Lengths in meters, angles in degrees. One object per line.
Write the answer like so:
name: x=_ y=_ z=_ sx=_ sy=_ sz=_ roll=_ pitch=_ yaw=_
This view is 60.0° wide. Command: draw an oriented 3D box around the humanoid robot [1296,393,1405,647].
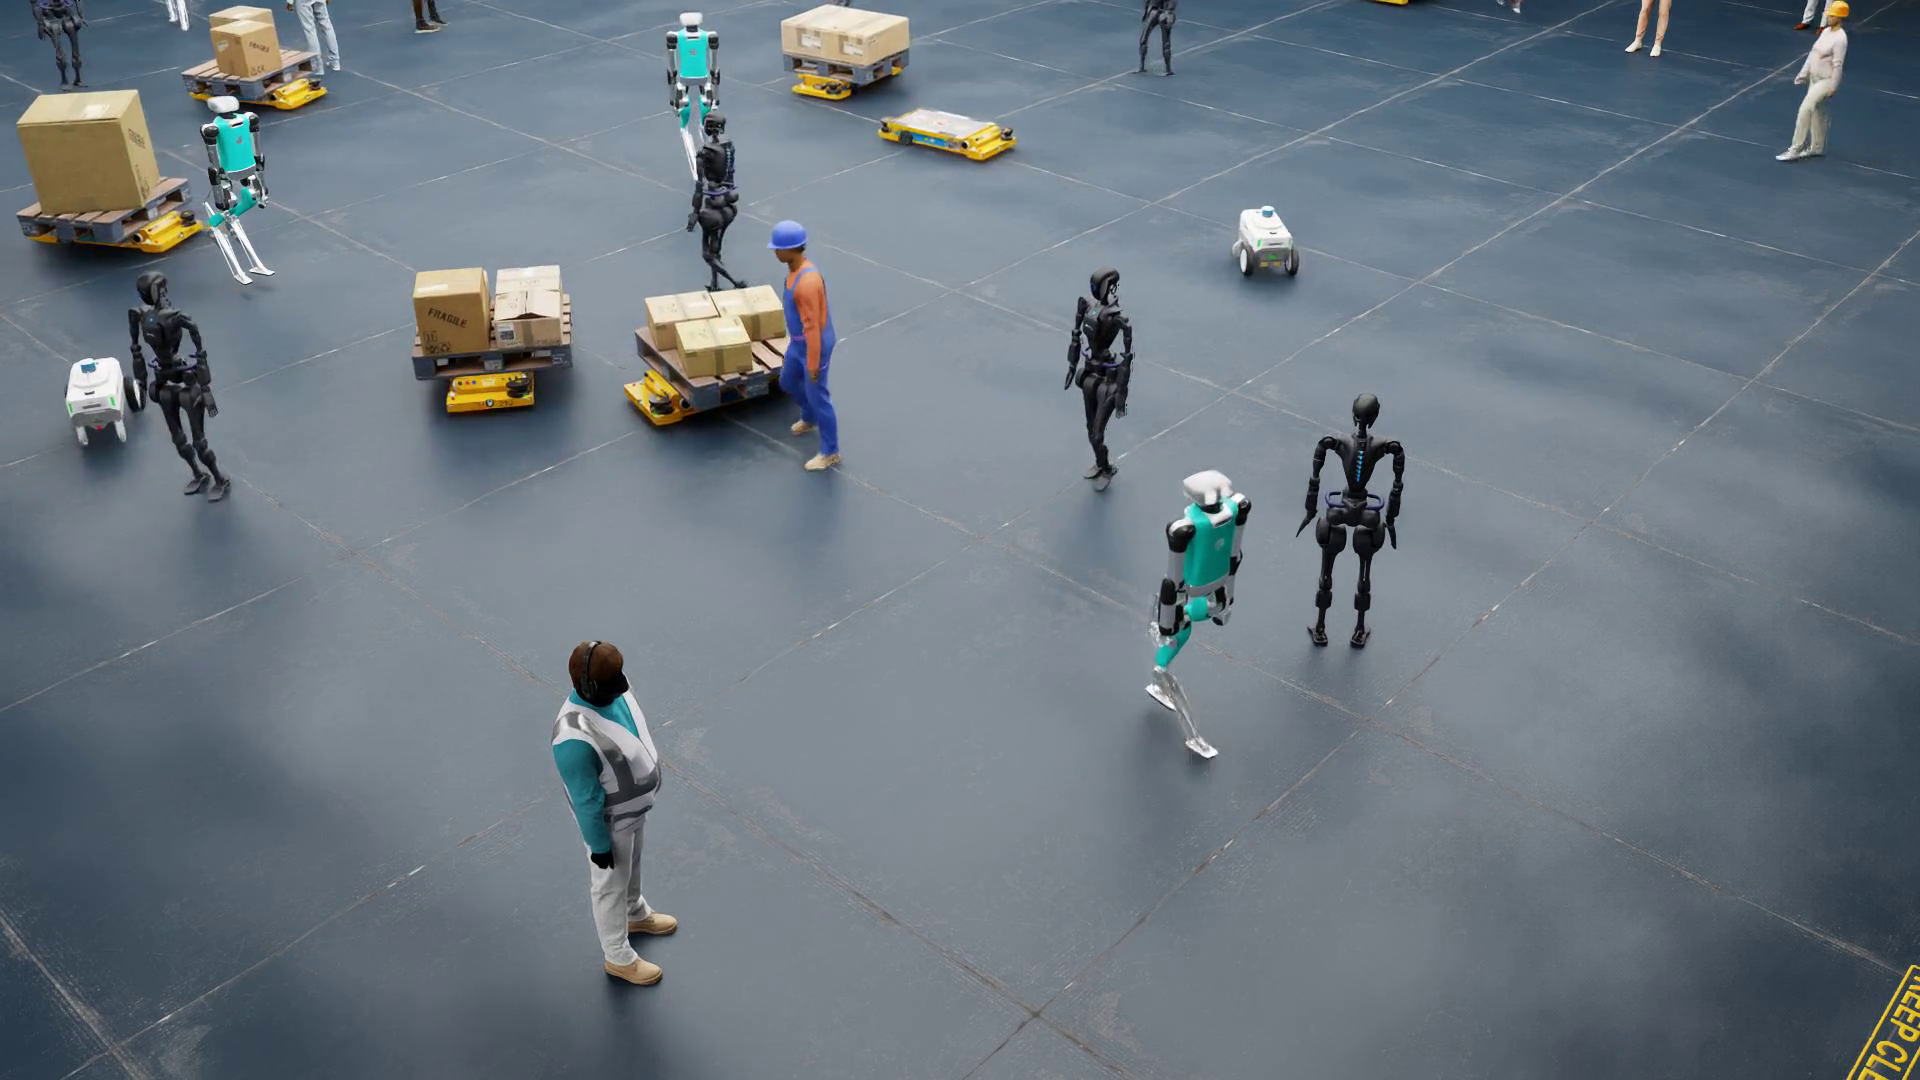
humanoid robot: x=2.343 y=-0.122 z=10.003 sx=0.599 sy=1.657 sz=0.315 roll=5 pitch=32 yaw=9

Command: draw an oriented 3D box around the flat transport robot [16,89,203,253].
flat transport robot: x=-8.141 y=-3.012 z=16.004 sx=1.431 sy=0.231 sz=0.659 roll=7 pitch=33 yaw=11

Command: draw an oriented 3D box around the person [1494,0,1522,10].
person: x=7.778 y=-8.307 z=23.091 sx=0.569 sy=1.781 sz=0.789 roll=2 pitch=32 yaw=3

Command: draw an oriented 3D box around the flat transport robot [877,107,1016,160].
flat transport robot: x=-0.153 y=-4.502 z=18.404 sx=1.431 sy=0.231 sz=0.659 roll=20 pitch=37 yaw=29

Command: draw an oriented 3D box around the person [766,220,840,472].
person: x=-1.103 y=-1.404 z=11.883 sx=0.481 sy=1.881 sz=0.714 roll=-13 pitch=34 yaw=-21

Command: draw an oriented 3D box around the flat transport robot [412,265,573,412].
flat transport robot: x=-3.745 y=-1.457 z=13.501 sx=0.659 sy=0.231 sz=1.431 roll=-6 pitch=32 yaw=-10

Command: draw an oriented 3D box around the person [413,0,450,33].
person: x=-7.188 y=-7.713 z=22.003 sx=0.507 sy=1.925 sz=0.706 roll=1 pitch=32 yaw=2

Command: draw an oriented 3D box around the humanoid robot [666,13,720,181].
humanoid robot: x=-2.742 y=-4.573 z=17.223 sx=0.556 sy=1.878 sz=0.796 roll=-6 pitch=32 yaw=-9

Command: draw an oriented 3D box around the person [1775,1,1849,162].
person: x=9.065 y=-4.862 z=17.642 sx=0.700 sy=1.676 sz=0.464 roll=1 pitch=32 yaw=2

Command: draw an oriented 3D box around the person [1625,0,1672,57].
person: x=8.880 y=-7.088 z=21.048 sx=0.516 sy=1.871 sz=0.362 roll=24 pitch=39 yaw=33

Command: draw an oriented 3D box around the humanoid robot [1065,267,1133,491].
humanoid robot: x=0.986 y=-1.145 z=11.657 sx=0.410 sy=1.647 sz=0.600 roll=-25 pitch=39 yaw=-34

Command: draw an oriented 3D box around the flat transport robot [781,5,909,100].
flat transport robot: x=-1.363 y=-5.667 z=20.280 sx=0.659 sy=0.231 sz=1.431 roll=18 pitch=36 yaw=26

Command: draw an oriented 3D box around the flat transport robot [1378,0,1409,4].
flat transport robot: x=6.445 y=-8.024 z=24.075 sx=0.659 sy=0.231 sz=1.431 roll=24 pitch=39 yaw=34

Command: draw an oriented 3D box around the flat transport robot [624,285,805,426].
flat transport robot: x=-1.882 y=-1.280 z=13.215 sx=1.431 sy=0.231 sz=0.659 roll=-18 pitch=36 yaw=-27

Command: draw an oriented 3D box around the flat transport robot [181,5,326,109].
flat transport robot: x=-8.364 y=-5.369 z=19.800 sx=1.431 sy=0.231 sz=0.659 roll=10 pitch=33 yaw=15

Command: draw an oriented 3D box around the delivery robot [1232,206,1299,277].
delivery robot: x=2.818 y=-2.757 z=15.338 sx=0.505 sy=0.611 sz=0.783 roll=-2 pitch=32 yaw=-4

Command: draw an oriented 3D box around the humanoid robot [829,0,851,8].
humanoid robot: x=-1.640 y=-7.777 z=22.293 sx=0.855 sy=1.765 sz=0.530 roll=11 pitch=33 yaw=17

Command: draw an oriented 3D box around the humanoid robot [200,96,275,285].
humanoid robot: x=-6.452 y=-3.114 z=14.652 sx=0.735 sy=1.676 sz=0.533 roll=19 pitch=37 yaw=28

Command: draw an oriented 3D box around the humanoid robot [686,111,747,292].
humanoid robot: x=-2.113 y=-2.924 z=14.549 sx=0.492 sy=1.638 sz=0.591 roll=15 pitch=35 yaw=23

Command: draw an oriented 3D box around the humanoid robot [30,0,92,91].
humanoid robot: x=-10.725 y=-6.211 z=19.830 sx=0.589 sy=1.653 sz=0.324 roll=-25 pitch=40 yaw=-34

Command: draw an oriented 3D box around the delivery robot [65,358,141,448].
delivery robot: x=-6.556 y=-1.096 z=12.635 sx=0.499 sy=0.581 sz=0.777 roll=-11 pitch=34 yaw=-18

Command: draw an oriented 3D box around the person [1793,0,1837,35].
person: x=11.506 y=-7.619 z=21.947 sx=0.370 sy=1.828 sz=0.503 roll=-23 pitch=38 yaw=-32

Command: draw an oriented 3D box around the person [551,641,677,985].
person: x=-1.580 y=1.234 z=7.678 sx=0.429 sy=1.843 sz=0.631 roll=3 pitch=32 yaw=5

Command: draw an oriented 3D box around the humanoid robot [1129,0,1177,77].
humanoid robot: x=2.412 y=-6.449 z=20.216 sx=0.550 sy=1.642 sz=0.588 roll=-19 pitch=37 yaw=-28

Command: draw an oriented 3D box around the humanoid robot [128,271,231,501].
humanoid robot: x=-5.440 y=-1.075 z=11.539 sx=0.596 sy=1.650 sz=0.357 roll=5 pitch=32 yaw=8

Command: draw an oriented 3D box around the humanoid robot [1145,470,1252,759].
humanoid robot: x=1.210 y=0.341 z=9.215 sx=0.555 sy=1.766 sz=0.928 roll=-21 pitch=37 yaw=-30

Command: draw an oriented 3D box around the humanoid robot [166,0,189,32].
humanoid robot: x=-10.634 y=-7.758 z=22.271 sx=0.559 sy=1.789 sz=0.765 roll=-9 pitch=33 yaw=-14

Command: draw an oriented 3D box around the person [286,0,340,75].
person: x=-7.976 y=-6.674 z=20.341 sx=0.397 sy=1.917 sz=0.589 roll=23 pitch=39 yaw=33
